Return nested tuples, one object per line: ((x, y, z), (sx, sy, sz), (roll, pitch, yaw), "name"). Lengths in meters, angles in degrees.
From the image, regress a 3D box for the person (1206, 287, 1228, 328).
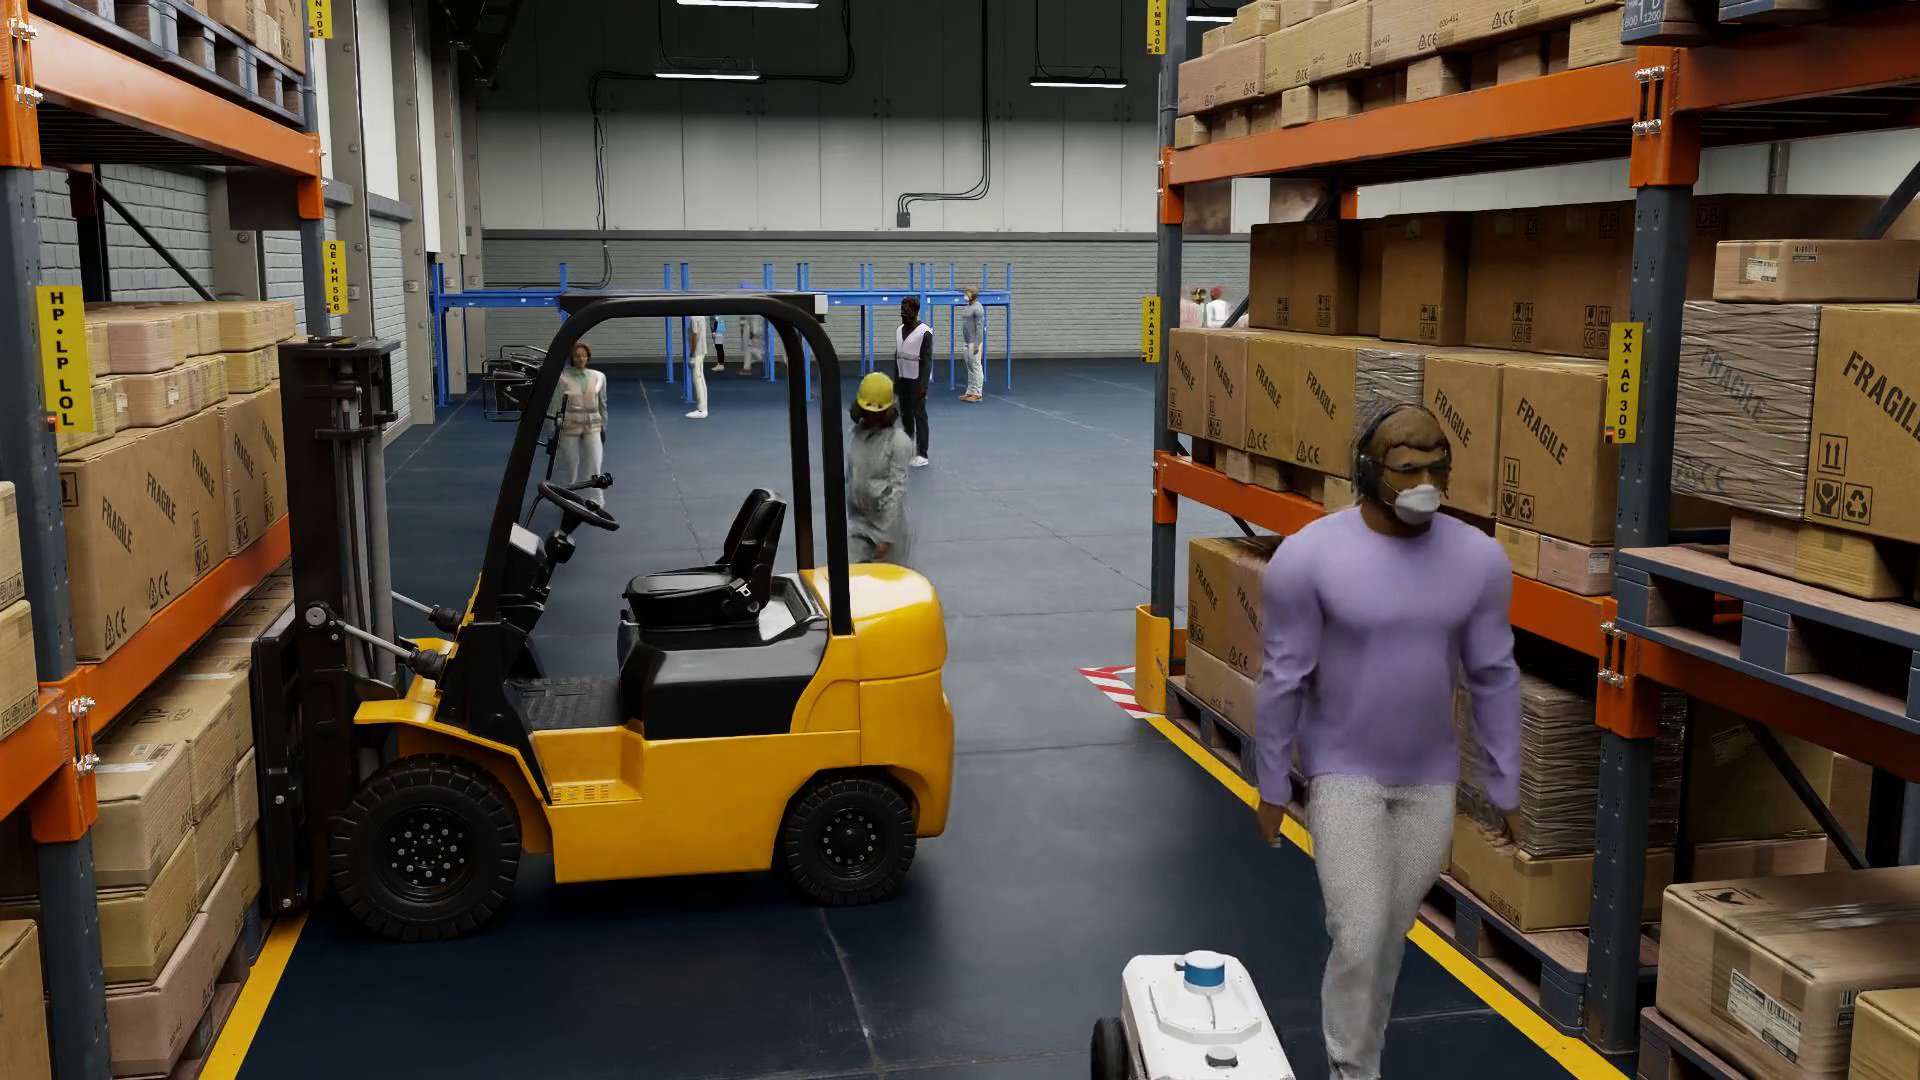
((5.353, -4.358, 34.773), (0.575, 1.832, 1.005), (-4, 10, -24), "person")

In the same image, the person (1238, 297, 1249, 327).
((4.913, -3.250, 28.223), (0.524, 1.759, 0.338), (-4, 10, -25), "person")

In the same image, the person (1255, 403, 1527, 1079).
((1.090, 0.627, 4.089), (0.653, 1.912, 0.748), (-2, 10, -12), "person")

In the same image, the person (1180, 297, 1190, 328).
((4.182, -4.042, 32.687), (0.847, 1.866, 0.680), (8, 13, 42), "person")

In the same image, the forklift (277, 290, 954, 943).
((-1.179, 0.175, 6.143), (2.313, 2.155, 1.214), (-2, 10, -12), "forklift")

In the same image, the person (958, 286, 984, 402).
((0.205, -3.304, 27.997), (0.372, 1.940, 0.632), (-4, 10, -21), "person")

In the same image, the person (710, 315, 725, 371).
((-5.282, -4.527, 36.187), (0.319, 1.697, 0.532), (1, 9, 4), "person")

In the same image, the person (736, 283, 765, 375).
((-4.395, -4.440, 34.951), (0.601, 1.928, 0.618), (-3, 10, -16), "person")

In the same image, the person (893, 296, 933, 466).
((-0.539, -1.816, 18.985), (0.391, 1.920, 0.593), (-8, 12, -40), "person")

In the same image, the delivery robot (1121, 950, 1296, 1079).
((0.607, 1.272, 4.155), (0.477, 0.478, 0.707), (0, 9, -1), "delivery robot")

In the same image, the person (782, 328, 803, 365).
((-3.717, -4.684, 37.359), (0.652, 1.623, 0.516), (4, 10, 23), "person")

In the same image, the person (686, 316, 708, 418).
((-3.978, -2.782, 25.042), (0.317, 1.867, 0.558), (1, 9, 4), "person")

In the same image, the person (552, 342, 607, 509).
((-3.408, -0.977, 14.889), (0.522, 1.602, 0.879), (-4, 10, -25), "person")

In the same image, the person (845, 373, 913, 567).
((-0.496, -0.048, 8.888), (0.543, 1.693, 0.648), (8, 12, 39), "person")

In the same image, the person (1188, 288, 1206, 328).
((4.674, -4.176, 33.633), (0.651, 1.836, 0.536), (7, 11, 36), "person")
